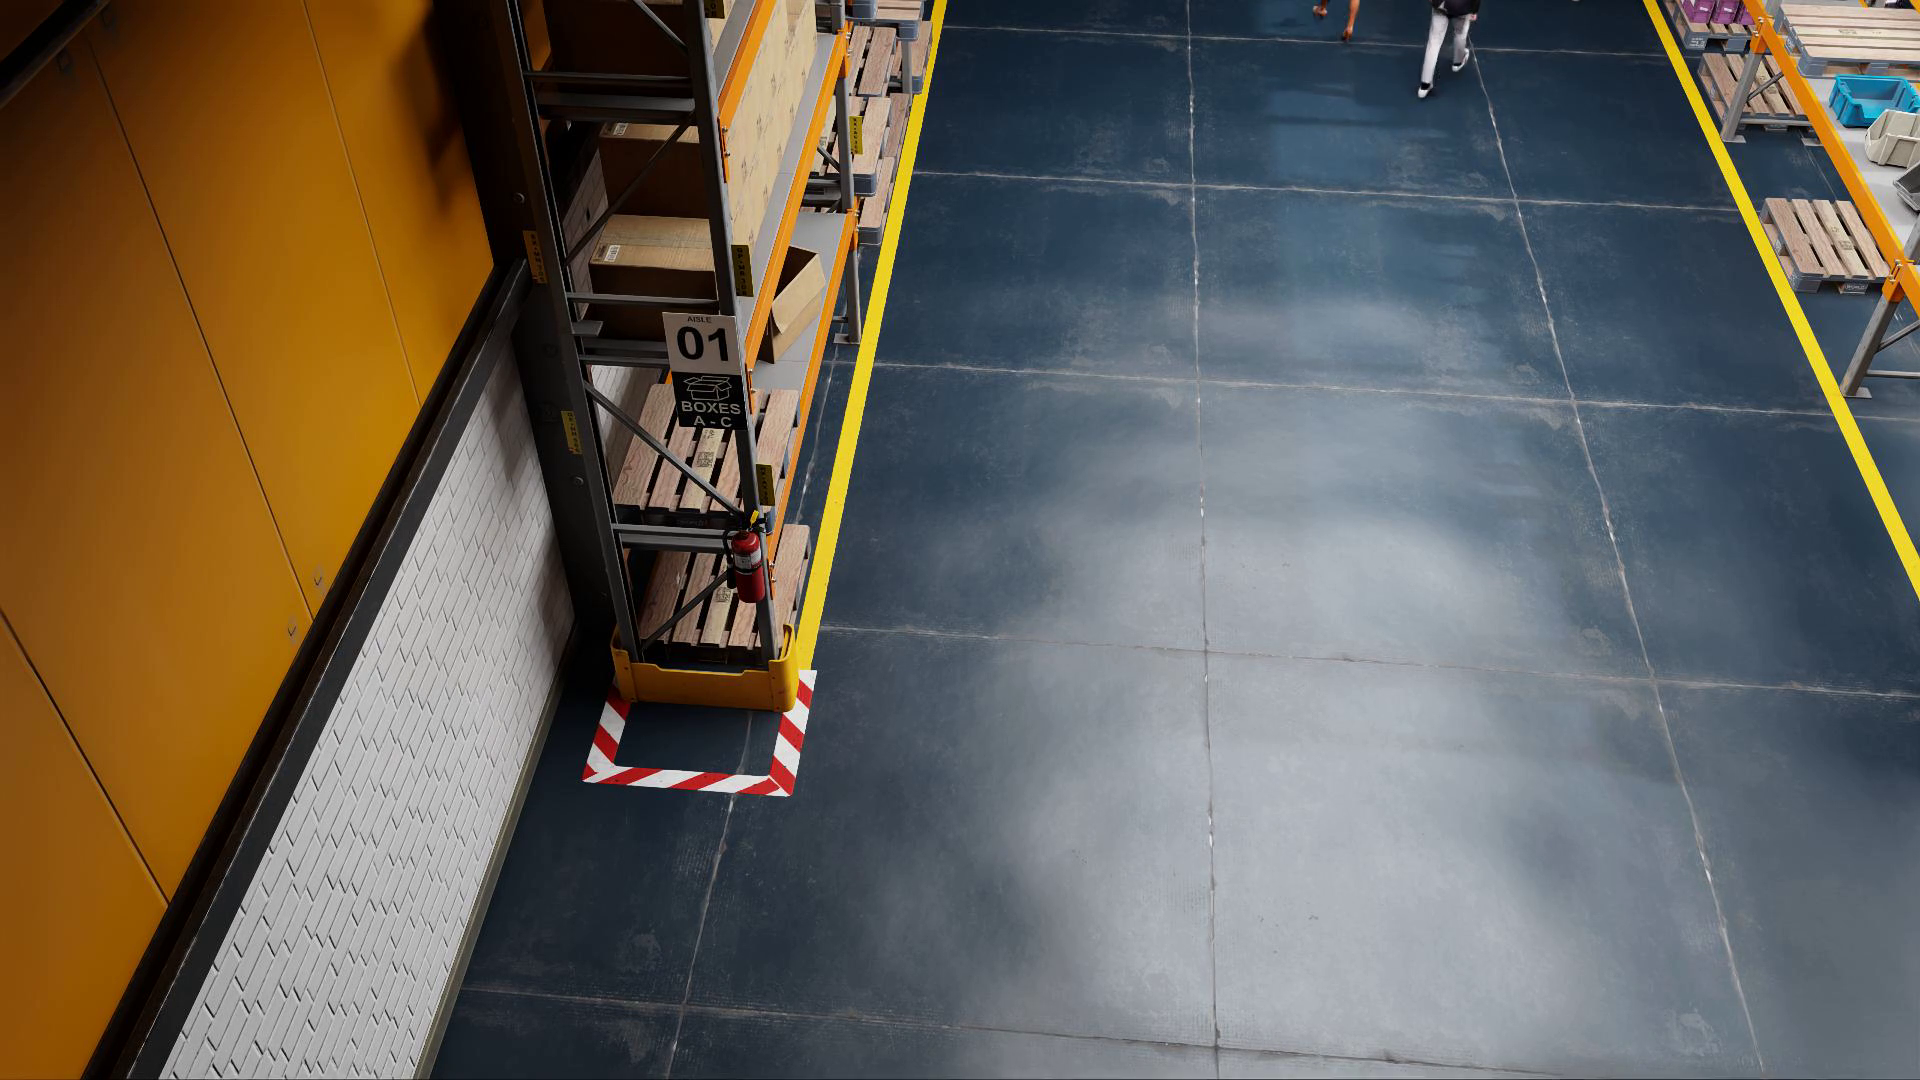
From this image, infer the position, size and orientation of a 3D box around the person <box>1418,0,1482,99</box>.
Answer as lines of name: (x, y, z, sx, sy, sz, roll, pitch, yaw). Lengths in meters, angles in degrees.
person: (4.823, -5.276, 16.364, 1.077, 1.902, 1.310, 23, 48, 22)

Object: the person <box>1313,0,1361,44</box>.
person: (4.078, -5.954, 17.284, 0.753, 1.615, 0.988, -9, 44, -9)
